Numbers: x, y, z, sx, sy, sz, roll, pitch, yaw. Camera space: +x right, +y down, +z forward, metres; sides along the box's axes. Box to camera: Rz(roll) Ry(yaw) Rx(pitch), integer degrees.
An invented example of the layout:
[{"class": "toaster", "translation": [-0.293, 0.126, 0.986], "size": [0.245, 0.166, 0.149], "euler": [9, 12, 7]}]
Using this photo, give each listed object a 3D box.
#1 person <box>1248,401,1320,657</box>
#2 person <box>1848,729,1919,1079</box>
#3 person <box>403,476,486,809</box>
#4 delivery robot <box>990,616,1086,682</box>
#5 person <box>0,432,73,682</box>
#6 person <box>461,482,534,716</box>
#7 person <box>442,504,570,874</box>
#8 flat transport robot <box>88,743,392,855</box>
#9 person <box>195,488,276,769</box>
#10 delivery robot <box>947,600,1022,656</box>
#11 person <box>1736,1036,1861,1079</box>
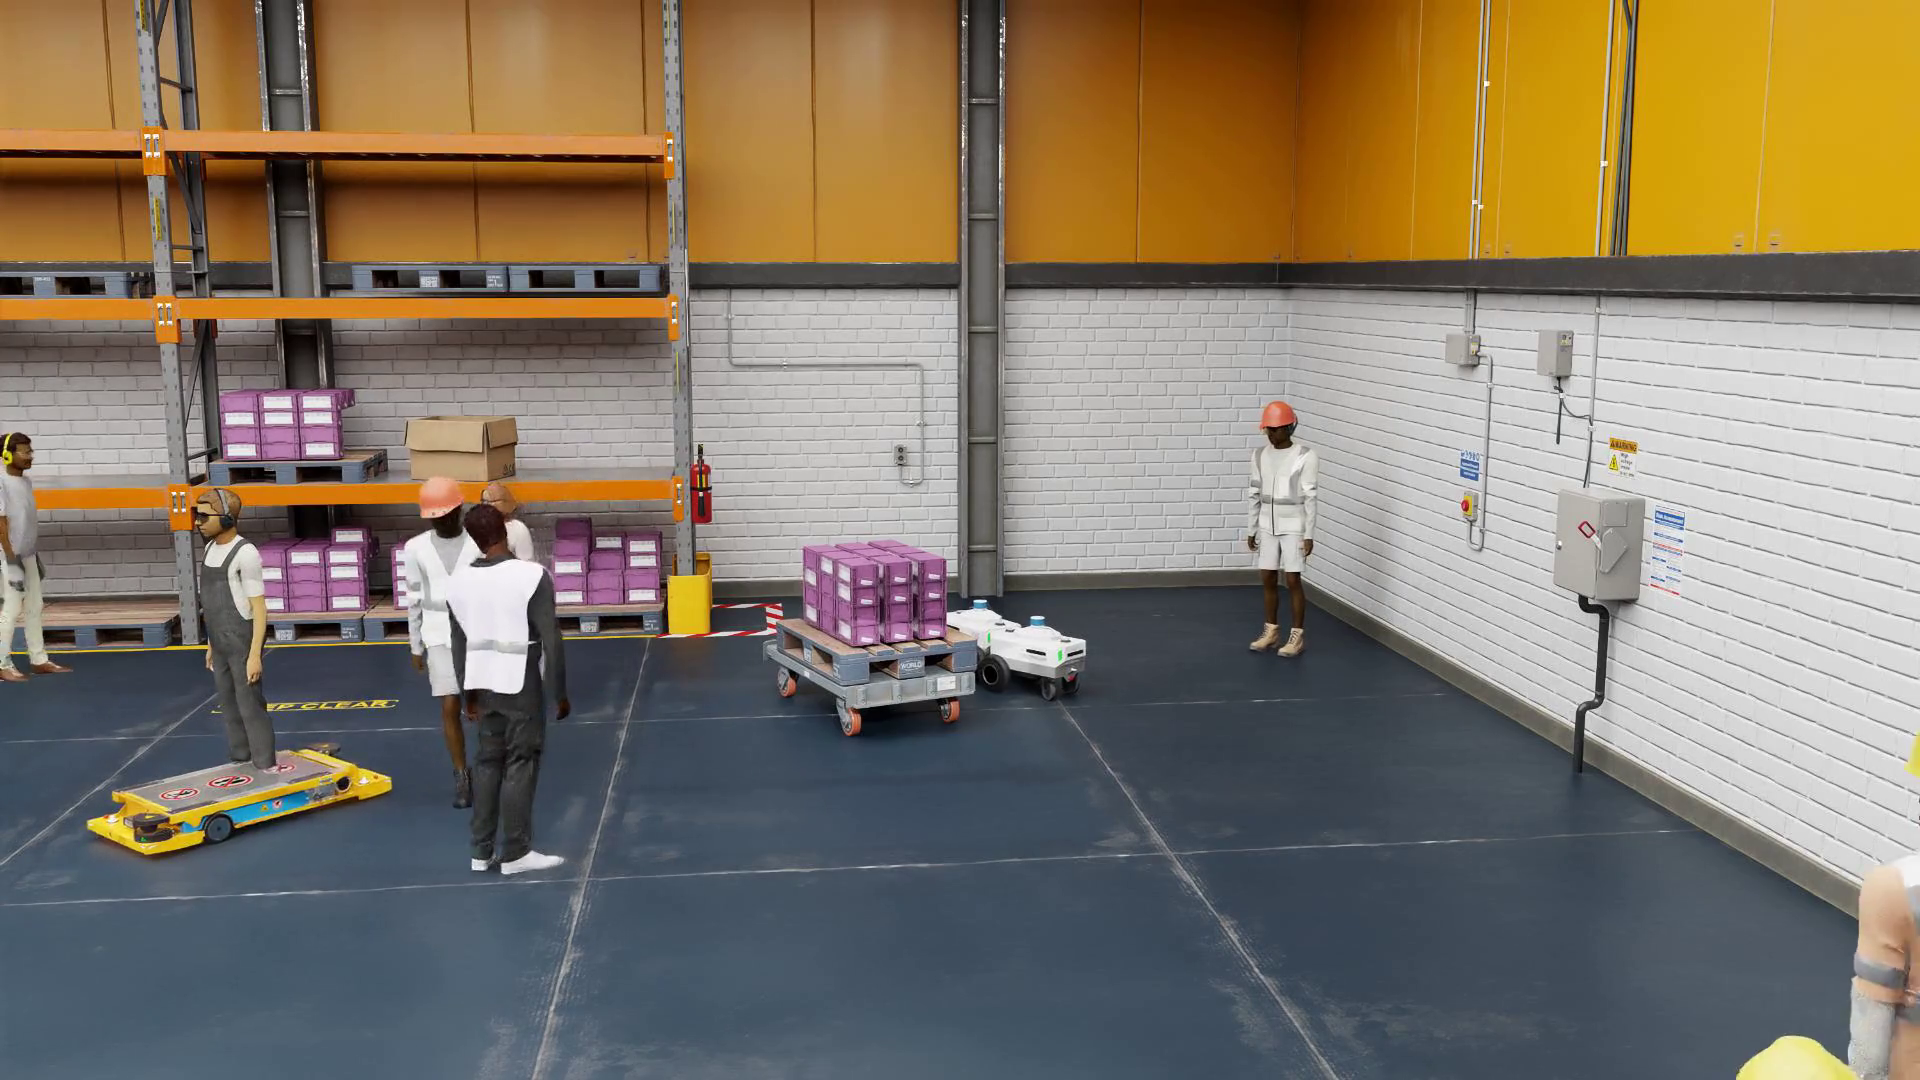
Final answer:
[{"class": "person", "translation": [2.541, -0.090, 13.228], "size": [0.614, 2.030, 0.405], "euler": [8, 12, 42]}, {"class": "person", "translation": [2.588, 1.401, 4.306], "size": [0.589, 1.910, 0.643], "euler": [-2, 9, -11]}, {"class": "person", "translation": [-2.893, 0.555, 9.596], "size": [0.560, 1.907, 0.613], "euler": [-1, 9, -8]}, {"class": "delivery robot", "translation": [0.561, 0.794, 11.997], "size": [0.707, 0.478, 0.477], "euler": [8, 12, 41]}, {"class": "person", "translation": [-7.001, 0.123, 12.427], "size": [0.375, 1.876, 0.537], "euler": [0, 9, -3]}, {"class": "person", "translation": [-3.224, 0.408, 11.448], "size": [0.503, 1.599, 0.800], "euler": [7, 12, 39]}, {"class": "person", "translation": [-2.290, 0.768, 8.346], "size": [0.637, 1.886, 0.394], "euler": [4, 10, 22]}, {"class": "flat transport robot", "translation": [-3.991, 1.418, 9.280], "size": [0.652, 0.197, 1.431], "euler": [7, 12, 38]}, {"class": "person", "translation": [-4.096, 0.616, 9.387], "size": [0.516, 1.843, 0.327], "euler": [7, 12, 38]}, {"class": "delivery robot", "translation": [0.153, 0.697, 12.604], "size": [0.477, 0.478, 0.707], "euler": [-6, 11, -33]}, {"class": "person", "translation": [1.338, 1.685, 2.851], "size": [0.626, 1.793, 0.870], "euler": [0, 9, 0]}]
